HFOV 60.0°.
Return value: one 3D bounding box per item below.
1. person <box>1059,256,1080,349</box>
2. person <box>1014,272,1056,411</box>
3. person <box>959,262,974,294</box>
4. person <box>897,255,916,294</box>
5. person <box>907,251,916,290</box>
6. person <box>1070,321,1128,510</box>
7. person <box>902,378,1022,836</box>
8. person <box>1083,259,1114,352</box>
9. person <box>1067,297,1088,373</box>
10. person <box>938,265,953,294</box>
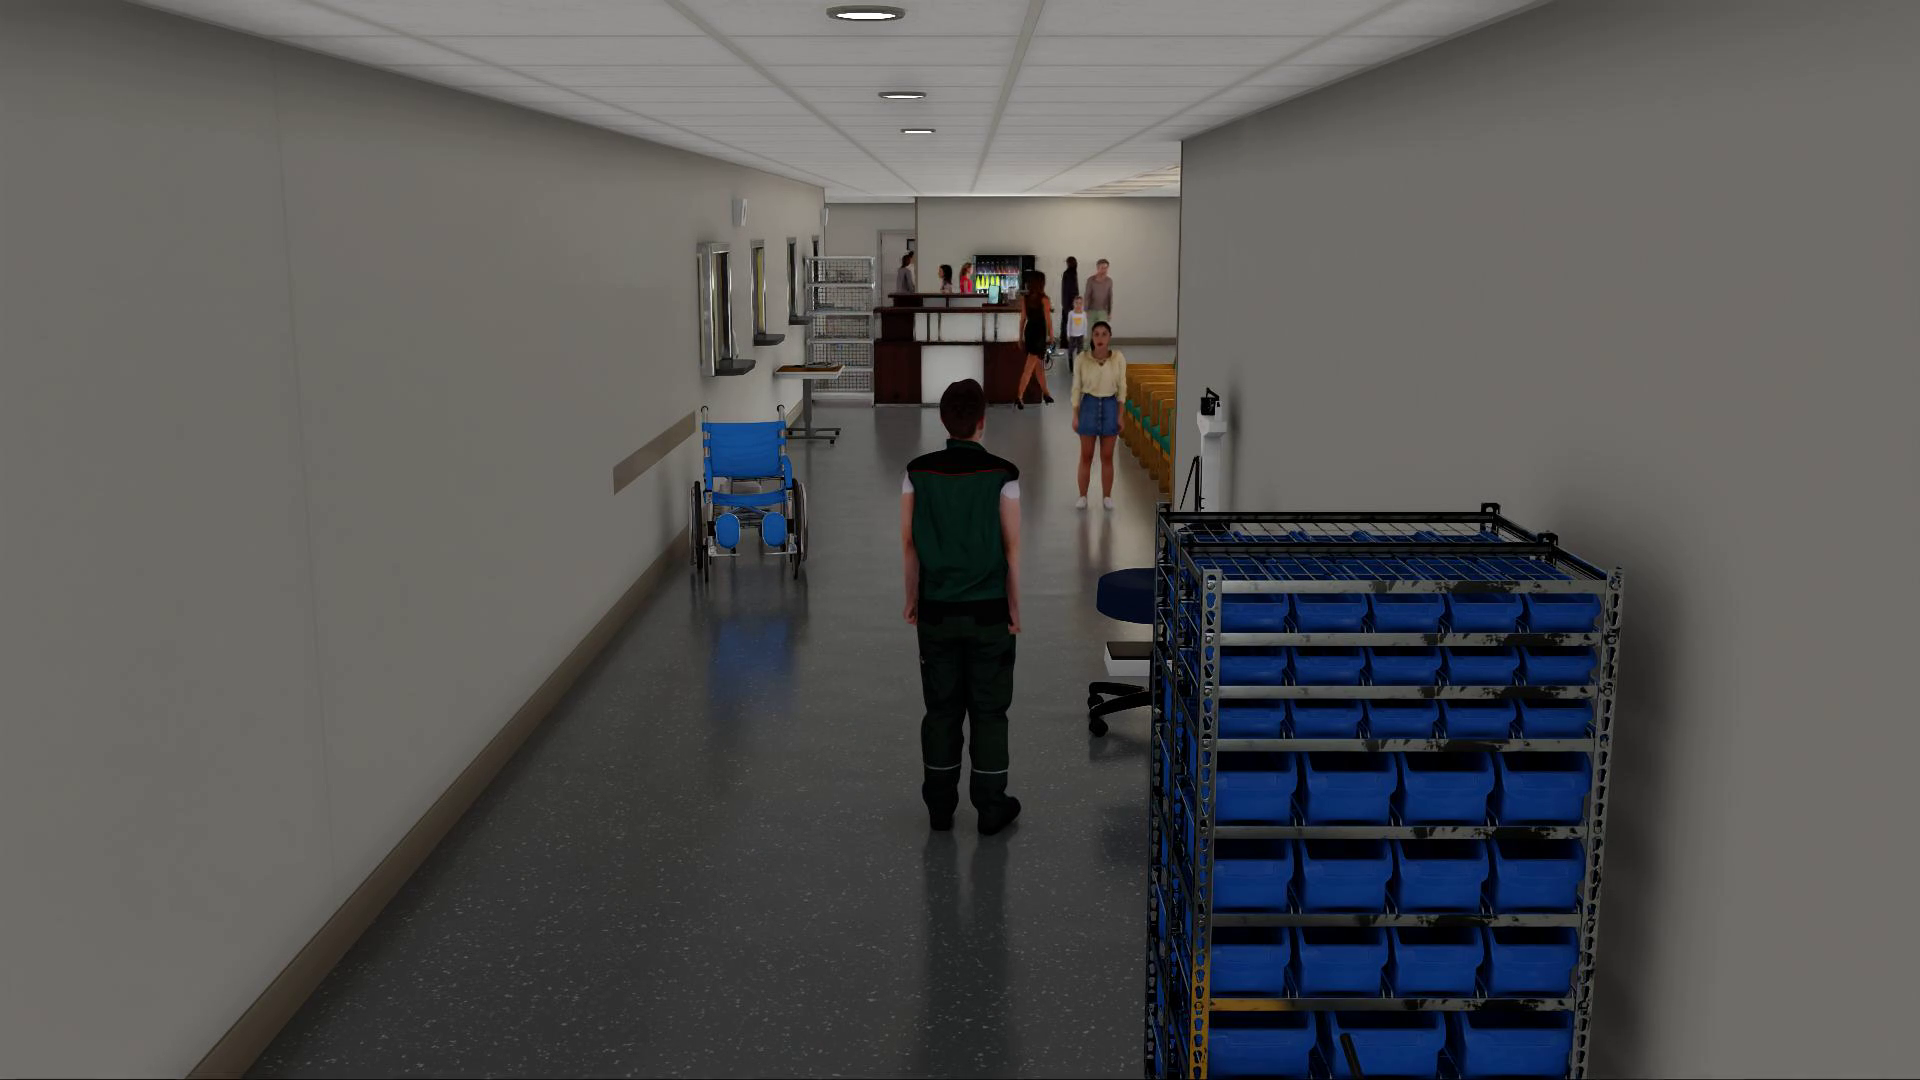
[{"bbox_3d":[2.083,-4.687,32.893,0.805,1.812,0.751,-1,11,-5],"label":"person"},{"bbox_3d":[0.931,-2.519,21.580,1.151,1.769,1.094,8,13,35],"label":"person"},{"bbox_3d":[-0.033,-4.576,32.700,1.142,1.665,0.812,4,11,18],"label":"person"},{"bbox_3d":[-1.318,-5.485,37.281,0.832,1.742,0.802,-7,13,-34],"label":"person"},{"bbox_3d":[-1.262,-5.975,39.827,1.266,1.756,1.068,7,13,32],"label":"person"},{"bbox_3d":[1.199,-1.074,14.337,0.460,1.630,0.694,0,11,1],"label":"person"},{"bbox_3d":[0.018,0.265,6.717,0.585,1.842,0.751,3,11,13],"label":"person"},{"bbox_3d":[2.313,-3.837,28.316,0.827,1.847,0.826,-1,11,-5],"label":"person"},{"bbox_3d":[1.910,-3.360,27.368,0.749,1.264,0.540,0,11,-1],"label":"person"},{"bbox_3d":[-0.184,-4.002,29.516,0.861,1.724,0.654,-1,11,-5],"label":"person"}]
